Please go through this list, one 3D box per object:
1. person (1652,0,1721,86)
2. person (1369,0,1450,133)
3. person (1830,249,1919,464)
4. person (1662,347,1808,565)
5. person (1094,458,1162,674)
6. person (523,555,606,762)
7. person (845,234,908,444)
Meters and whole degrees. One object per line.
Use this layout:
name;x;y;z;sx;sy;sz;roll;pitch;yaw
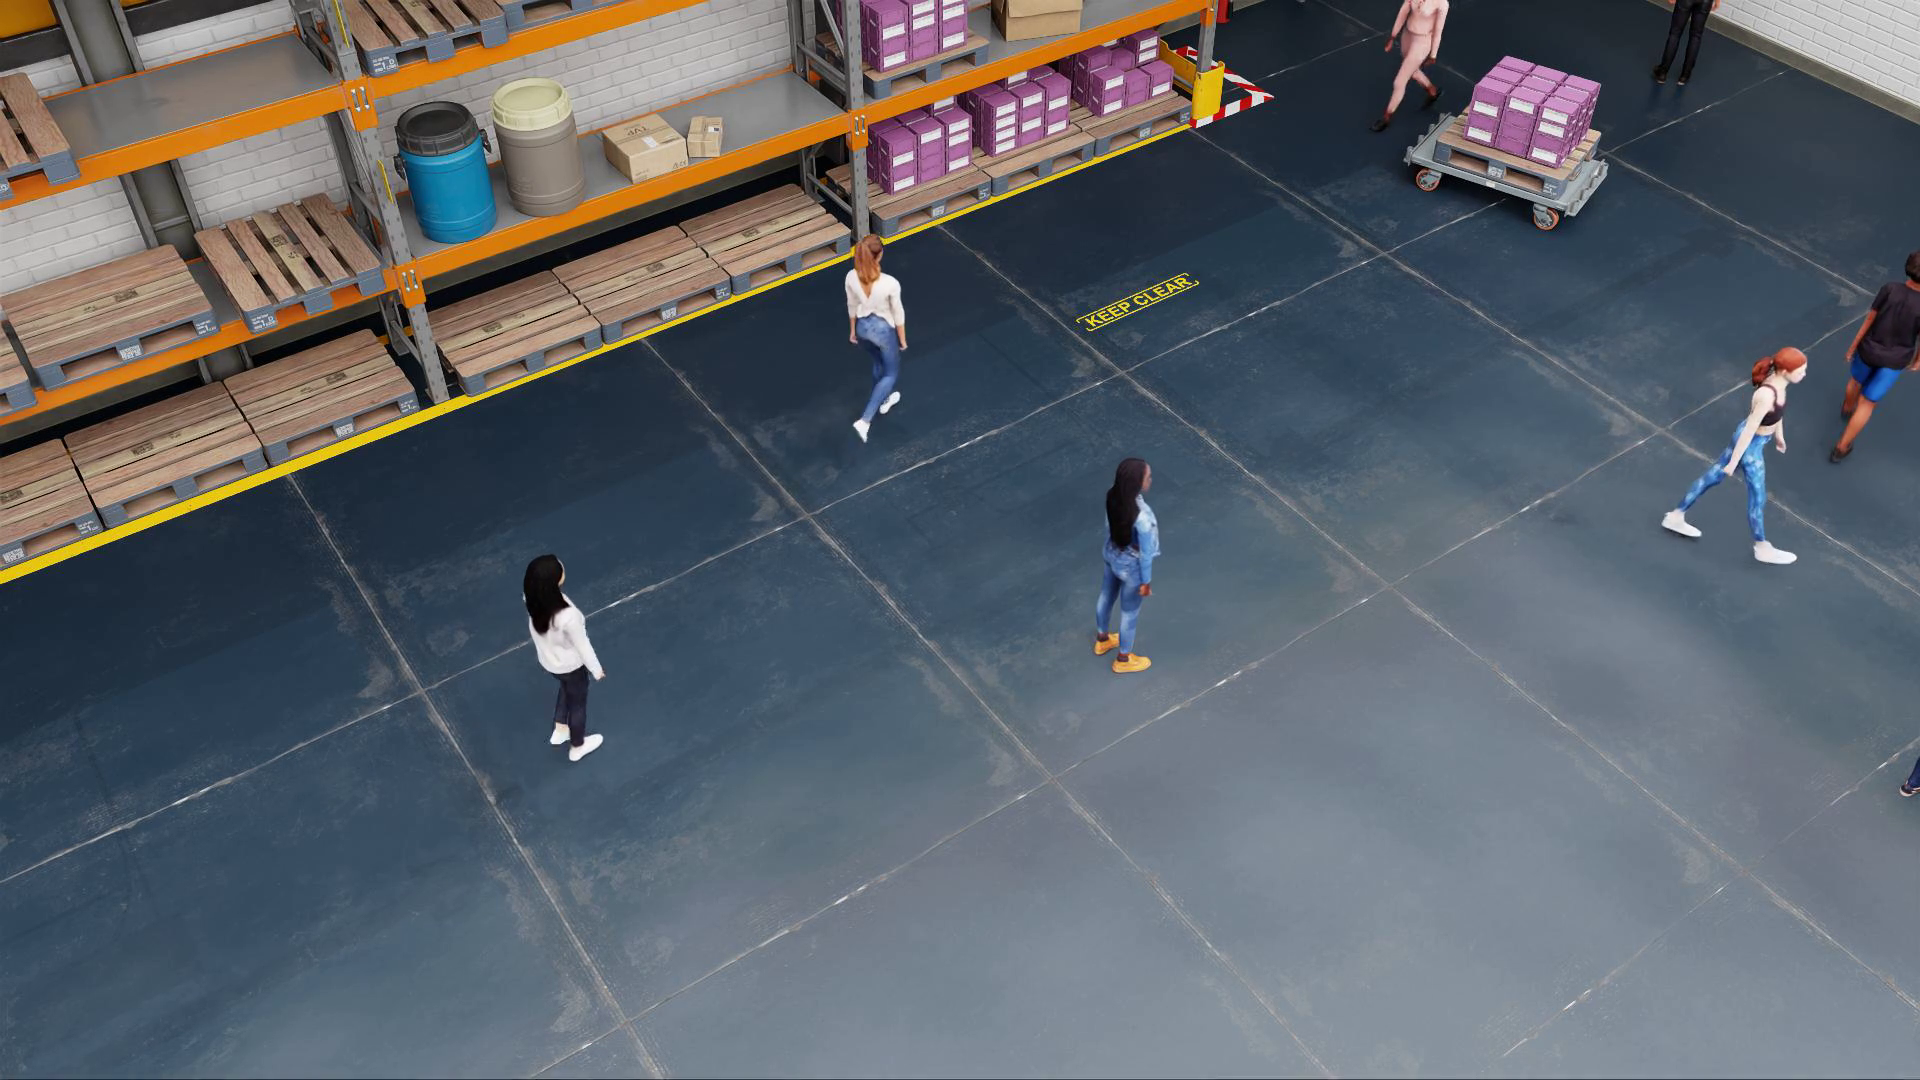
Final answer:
person;7.307;-5.393;16.501;0.714;1.794;0.753;10;45;10
person;4.418;-4.714;15.865;1.127;1.688;0.749;-19;47;-19
person;6.778;-1.327;12.253;0.812;1.766;1.099;30;51;28
person;5.364;-0.638;11.547;0.992;1.741;1.147;20;47;20
person;1.061;0.161;10.731;0.544;1.711;0.619;-21;47;-20
person;-2.478;0.763;10.116;0.704;1.688;0.706;30;51;28
person;-0.647;-1.496;12.477;0.882;1.701;1.101;21;47;21
